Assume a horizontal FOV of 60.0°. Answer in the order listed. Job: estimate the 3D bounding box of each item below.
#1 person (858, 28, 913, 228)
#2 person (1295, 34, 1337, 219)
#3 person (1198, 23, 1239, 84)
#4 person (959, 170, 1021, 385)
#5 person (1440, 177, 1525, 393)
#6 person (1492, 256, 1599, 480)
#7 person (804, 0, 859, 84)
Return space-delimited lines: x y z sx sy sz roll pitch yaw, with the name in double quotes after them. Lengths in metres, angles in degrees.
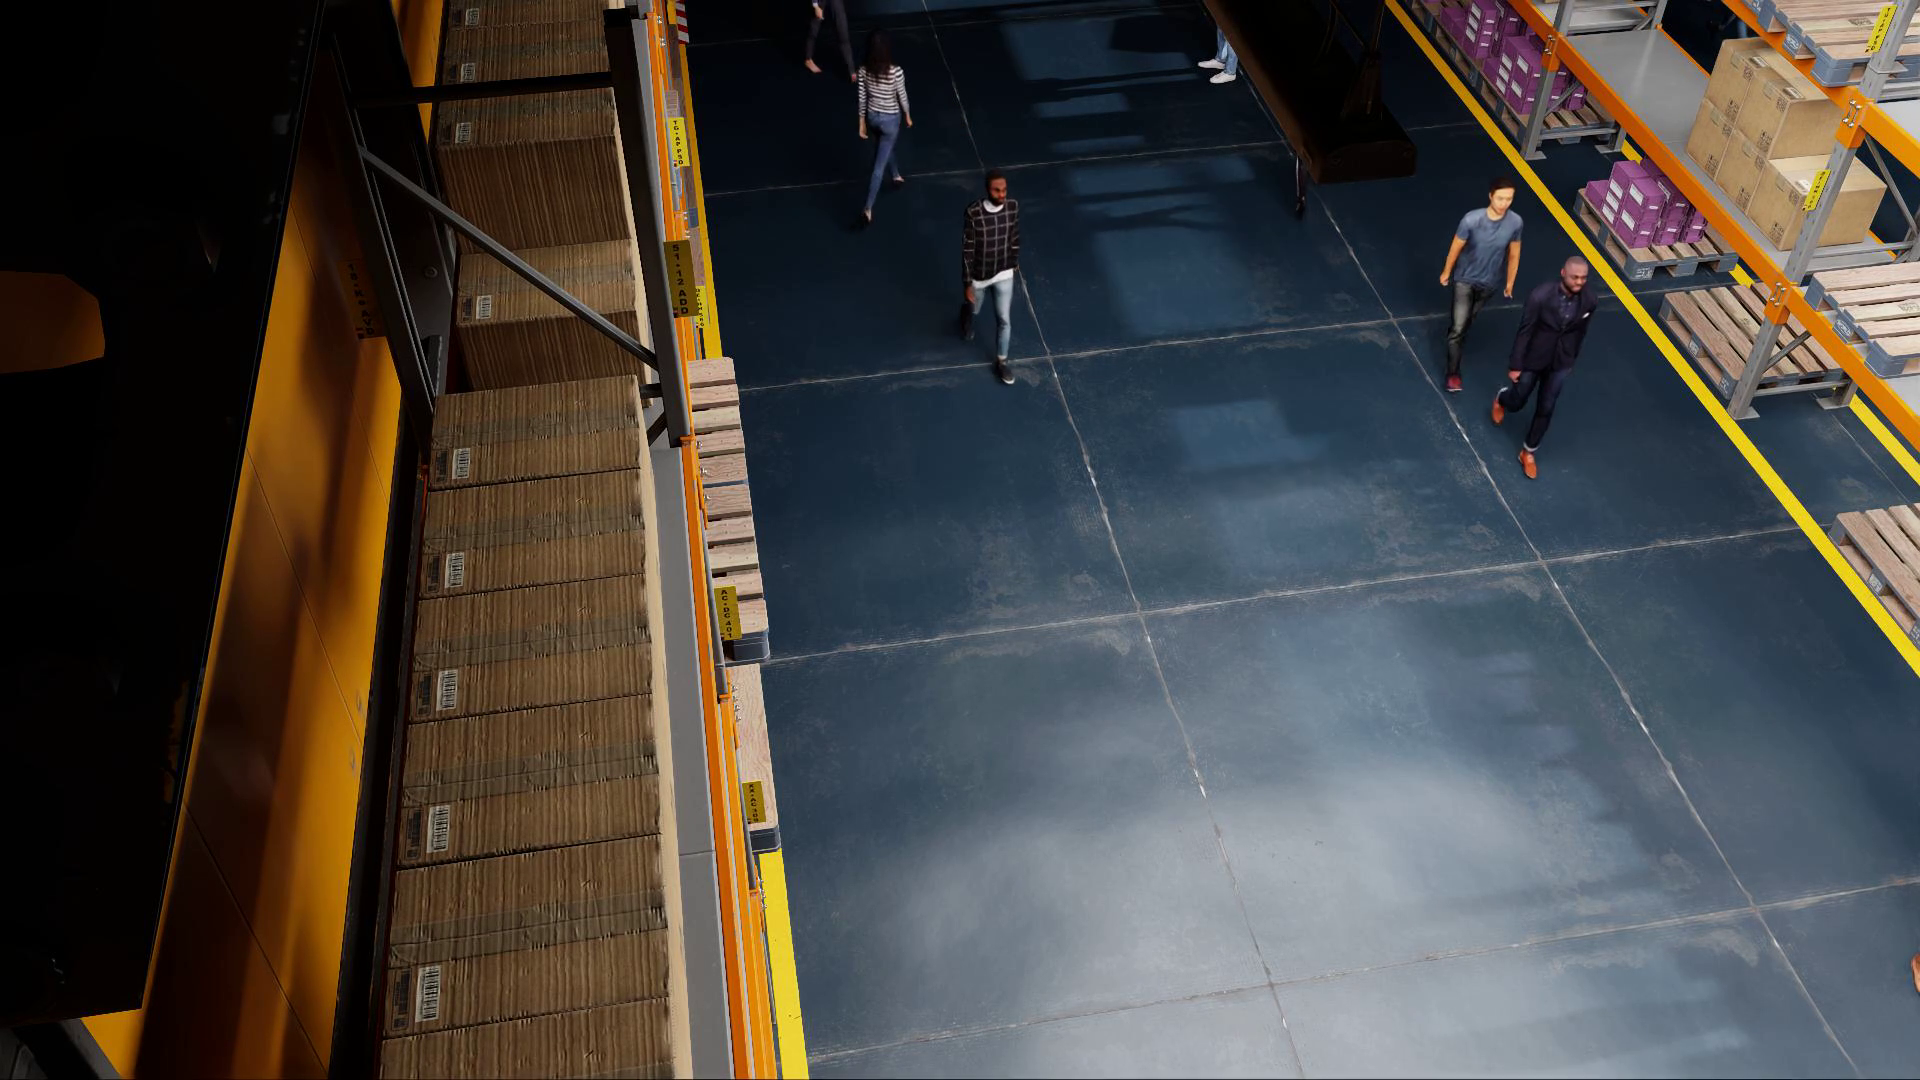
-0.708 -3.593 14.726 1.039 1.740 1.223 17 46 17 "person"
3.142 -3.686 14.885 0.825 1.655 1.139 4 44 4 "person"
2.696 -5.502 16.649 0.714 1.851 0.466 -8 44 -8 "person"
0.193 -2.177 13.203 0.737 1.791 1.159 -11 45 -11 "person"
4.068 -2.124 13.157 0.791 1.778 1.108 -1 44 -1 "person"
4.303 -1.367 12.343 0.817 1.804 1.060 0 44 0 "person"
-1.433 -5.439 16.680 0.968 1.717 1.182 -29 51 -27 "person"
